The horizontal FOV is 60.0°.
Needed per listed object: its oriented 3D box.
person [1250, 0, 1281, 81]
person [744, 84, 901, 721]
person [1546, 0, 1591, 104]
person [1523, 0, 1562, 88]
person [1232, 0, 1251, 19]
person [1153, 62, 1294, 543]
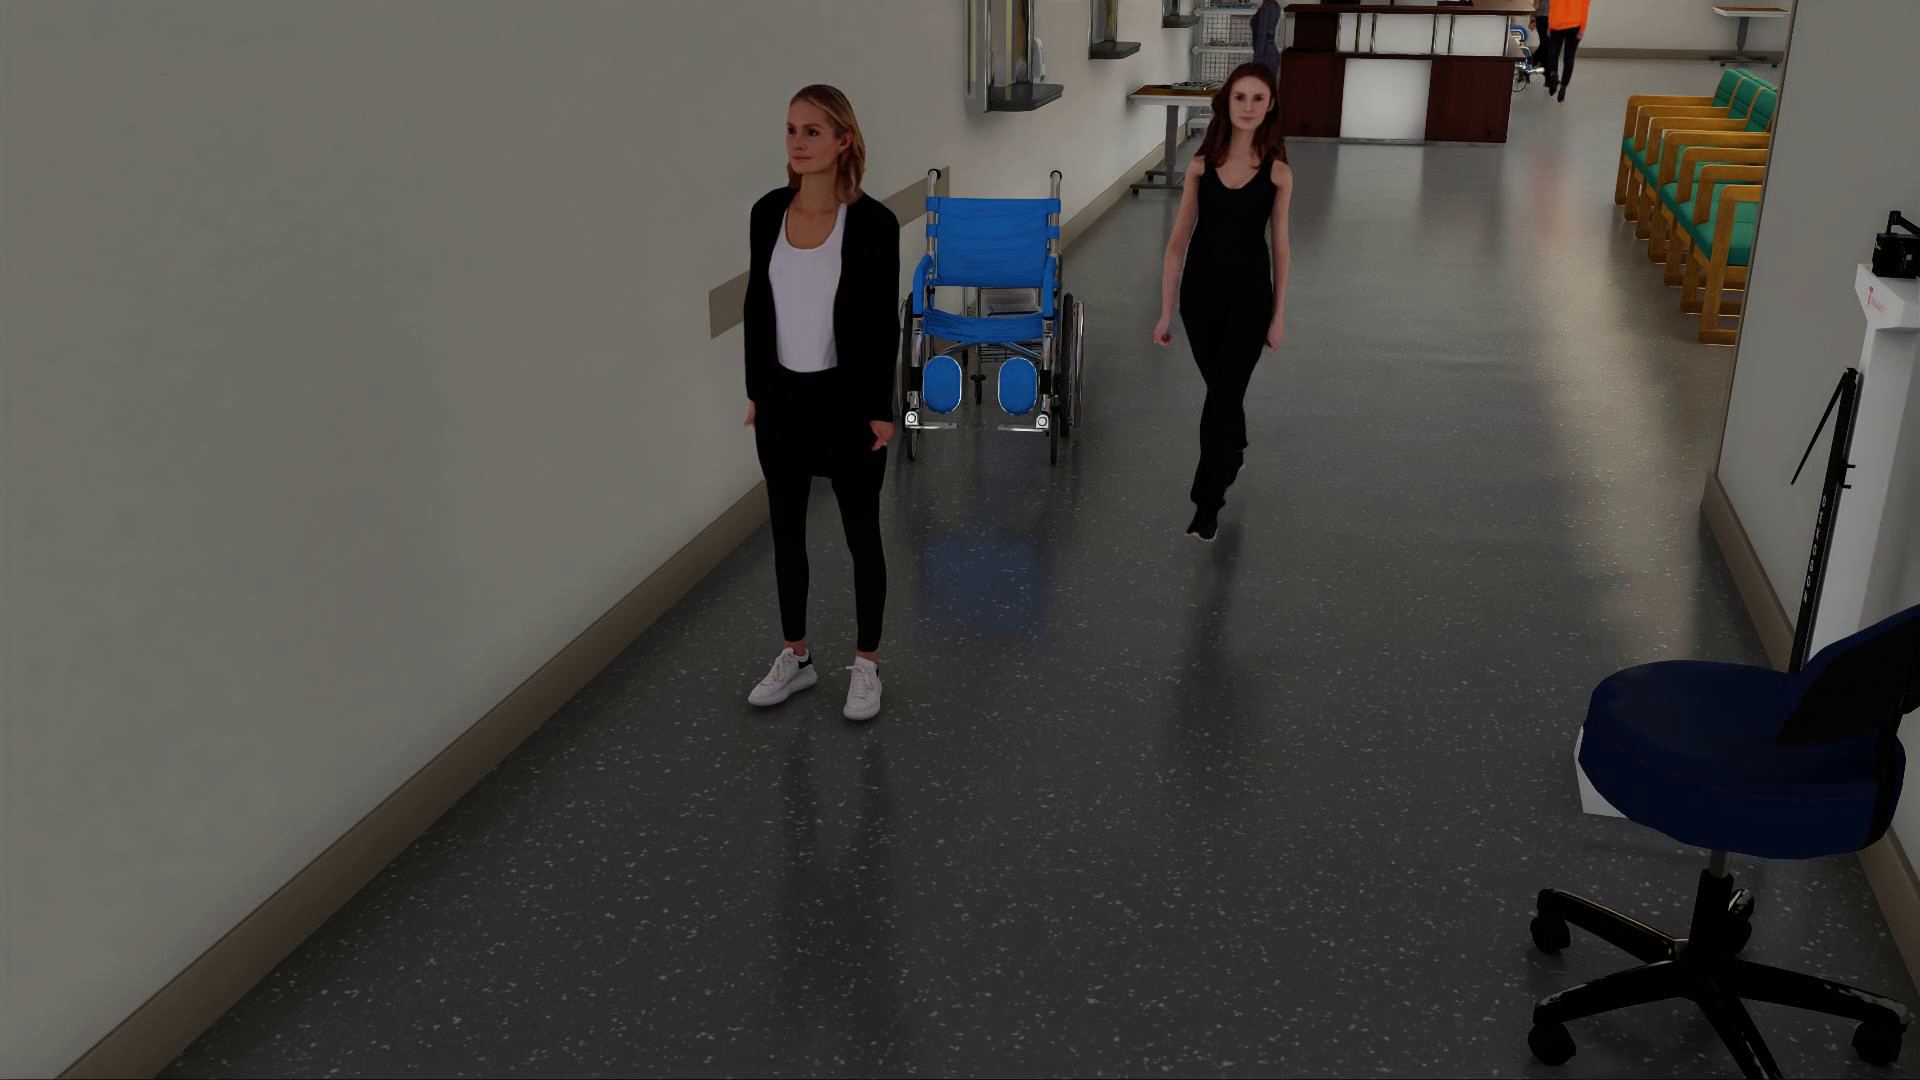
[{"bbox_3d":[2.926,-4.538,15.867,0.564,1.707,0.614,10,23,24],"label":"person"},{"bbox_3d":[-0.384,-0.364,4.713,0.477,1.801,0.677,7,22,19],"label":"person"},{"bbox_3d":[7.352,-6.186,20.177,0.775,1.735,0.694,7,22,17],"label":"person"},{"bbox_3d":[7.771,-6.920,22.126,1.104,1.728,1.120,-7,22,-18],"label":"person"},{"bbox_3d":[6.242,-12.305,36.197,0.740,1.832,0.645,6,21,15],"label":"person"},{"bbox_3d":[1.024,-0.890,6.257,1.149,1.690,0.746,9,22,21],"label":"person"}]
